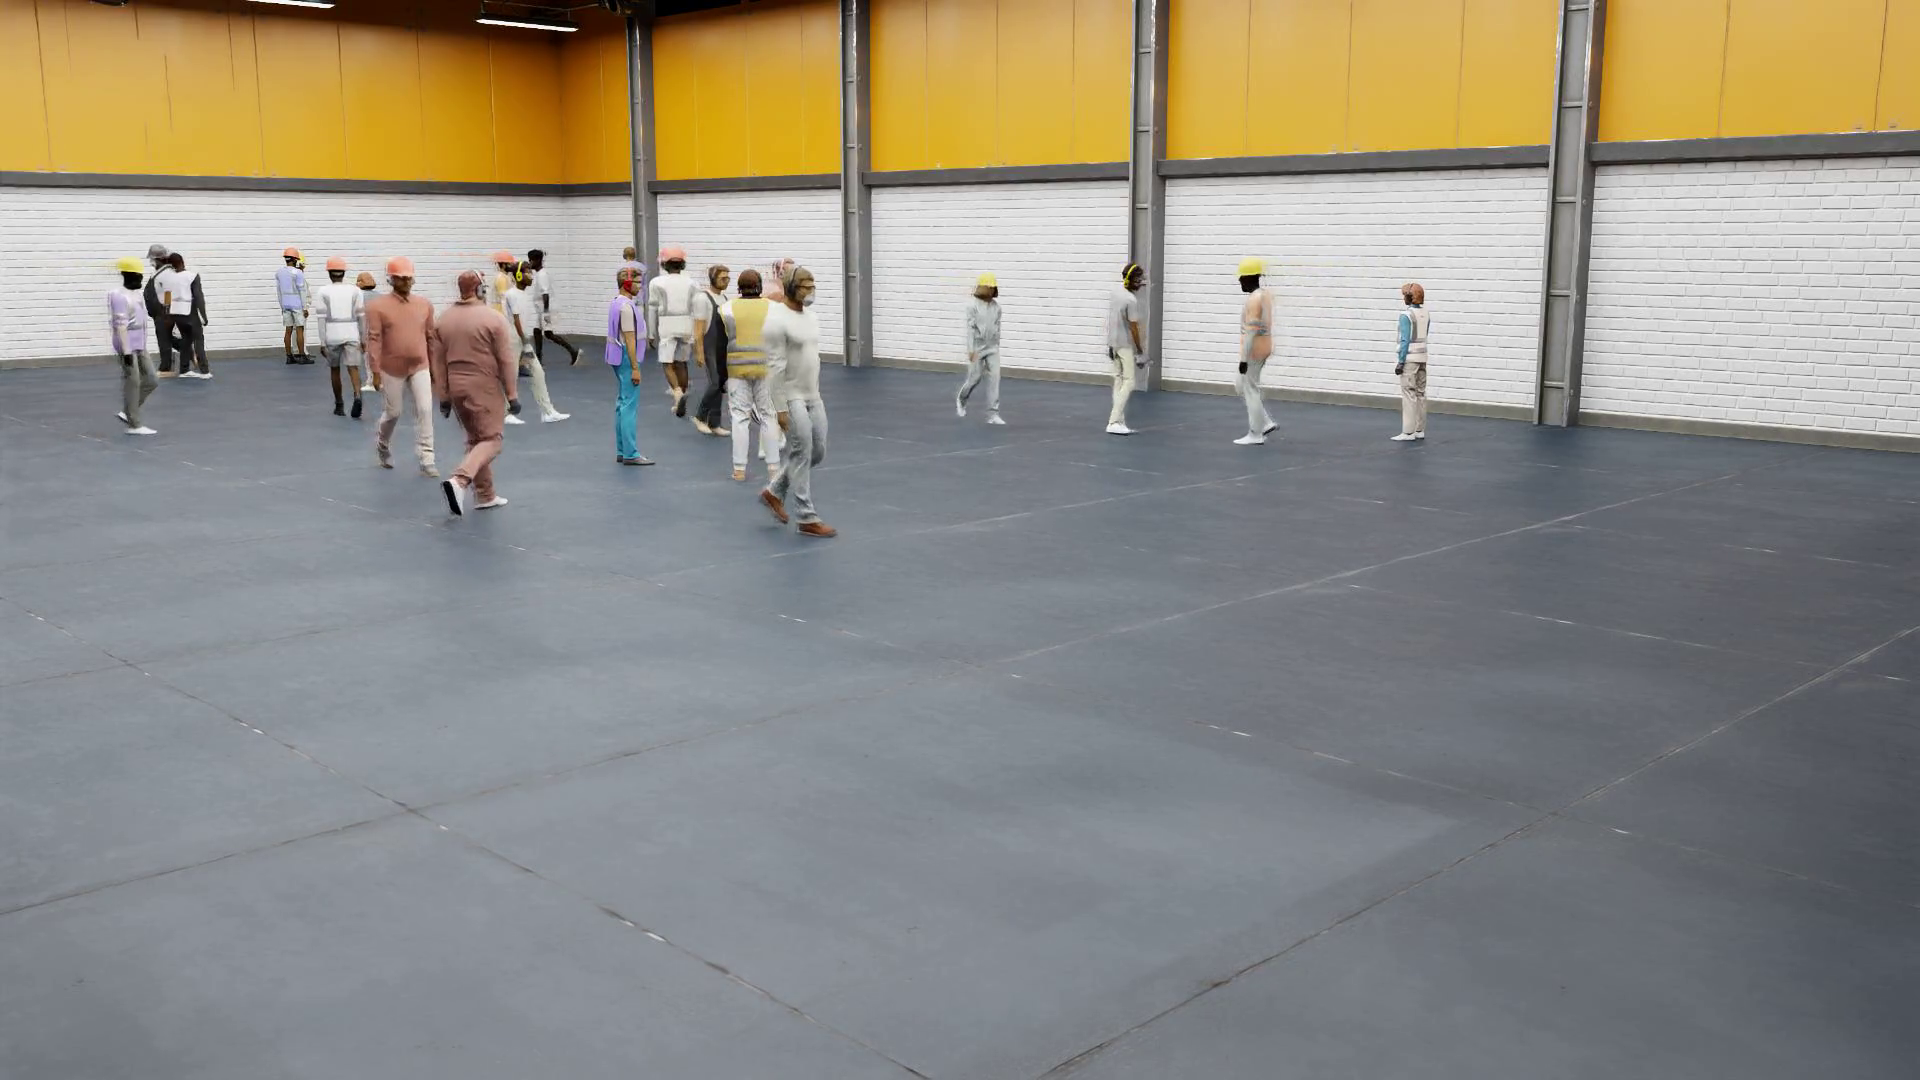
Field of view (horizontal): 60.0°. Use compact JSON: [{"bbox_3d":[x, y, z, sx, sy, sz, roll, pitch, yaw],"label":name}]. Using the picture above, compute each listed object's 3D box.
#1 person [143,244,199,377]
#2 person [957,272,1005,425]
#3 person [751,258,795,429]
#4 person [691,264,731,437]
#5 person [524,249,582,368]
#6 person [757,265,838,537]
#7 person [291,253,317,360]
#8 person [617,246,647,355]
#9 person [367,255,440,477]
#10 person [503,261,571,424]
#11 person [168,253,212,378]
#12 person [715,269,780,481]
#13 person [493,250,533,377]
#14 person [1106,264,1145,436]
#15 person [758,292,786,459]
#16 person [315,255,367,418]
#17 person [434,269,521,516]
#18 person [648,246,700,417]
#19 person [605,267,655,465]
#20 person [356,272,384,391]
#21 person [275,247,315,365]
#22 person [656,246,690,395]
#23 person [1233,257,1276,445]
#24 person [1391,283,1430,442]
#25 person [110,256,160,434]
[{"bbox_3d":[-11.904,-3.467,25.050,0.739,2.000,0.704,-6,12,-30],"label":"person"},{"bbox_3d":[0.247,-2.190,18.950,0.488,1.719,0.713,-6,12,-28],"label":"person"},{"bbox_3d":[-1.960,-2.131,18.186,0.514,1.892,0.646,1,10,7],"label":"person"},{"bbox_3d":[-2.569,-1.991,17.569,0.382,1.830,0.524,5,12,27],"label":"person"},{"bbox_3d":[-6.590,-3.717,26.742,0.841,1.929,0.652,-3,11,-18],"label":"person"},{"bbox_3d":[-1.179,-0.987,11.850,0.692,1.926,0.635,5,12,26],"label":"person"},{"bbox_3d":[-11.345,-4.004,28.577,0.403,1.822,0.588,-8,13,-38],"label":"person"},{"bbox_3d":[-5.818,-4.234,29.519,0.379,1.937,0.629,9,14,40],"label":"person"},{"bbox_3d":[-5.006,-1.559,14.886,0.631,1.967,0.906,-8,13,-37],"label":"person"},{"bbox_3d":[-4.847,-2.205,18.750,0.880,1.833,0.508,2,11,11],"label":"person"},{"bbox_3d":[-11.575,-3.354,24.906,0.634,1.871,0.462,3,11,17],"label":"person"},{"bbox_3d":[-1.813,-1.435,14.520,0.630,1.840,0.429,-1,10,-7],"label":"person"},{"bbox_3d":[-6.886,-3.382,24.962,0.878,1.916,0.550,-1,10,-6],"label":"person"},{"bbox_3d":[1.734,-2.030,17.802,0.420,1.833,0.689,-4,11,-23],"label":"person"},{"bbox_3d":[-1.802,-1.600,16.114,0.519,1.571,0.876,3,11,16],"label":"person"},{"bbox_3d":[-7.223,-2.375,19.472,0.555,1.909,0.880,-6,12,-30],"label":"person"},{"bbox_3d":[-3.733,-1.125,12.725,0.642,1.881,0.760,5,12,27],"label":"person"},{"bbox_3d":[-3.321,-2.441,19.550,0.610,2.016,0.869,-5,11,-25],"label":"person"},{"bbox_3d":[-3.099,-1.615,15.489,0.389,1.843,0.566,-4,11,-22],"label":"person"},{"bbox_3d":[-8.130,-2.870,22.938,0.286,1.625,0.497,5,12,26],"label":"person"},{"bbox_3d":[-11.020,-3.868,27.533,0.543,1.933,0.364,3,11,18],"label":"person"},{"bbox_3d":[-3.833,-2.917,22.209,0.447,1.976,0.658,-3,11,-15],"label":"person"},{"bbox_3d":[2.965,-1.906,16.888,0.397,1.909,0.600,3,11,18],"label":"person"},{"bbox_3d":[4.694,-1.841,17.277,0.314,1.640,0.516,10,14,43],"label":"person"},{"bbox_3d":[-8.834,-2.073,17.802,0.428,1.916,0.600,0,10,0],"label":"person"}]
